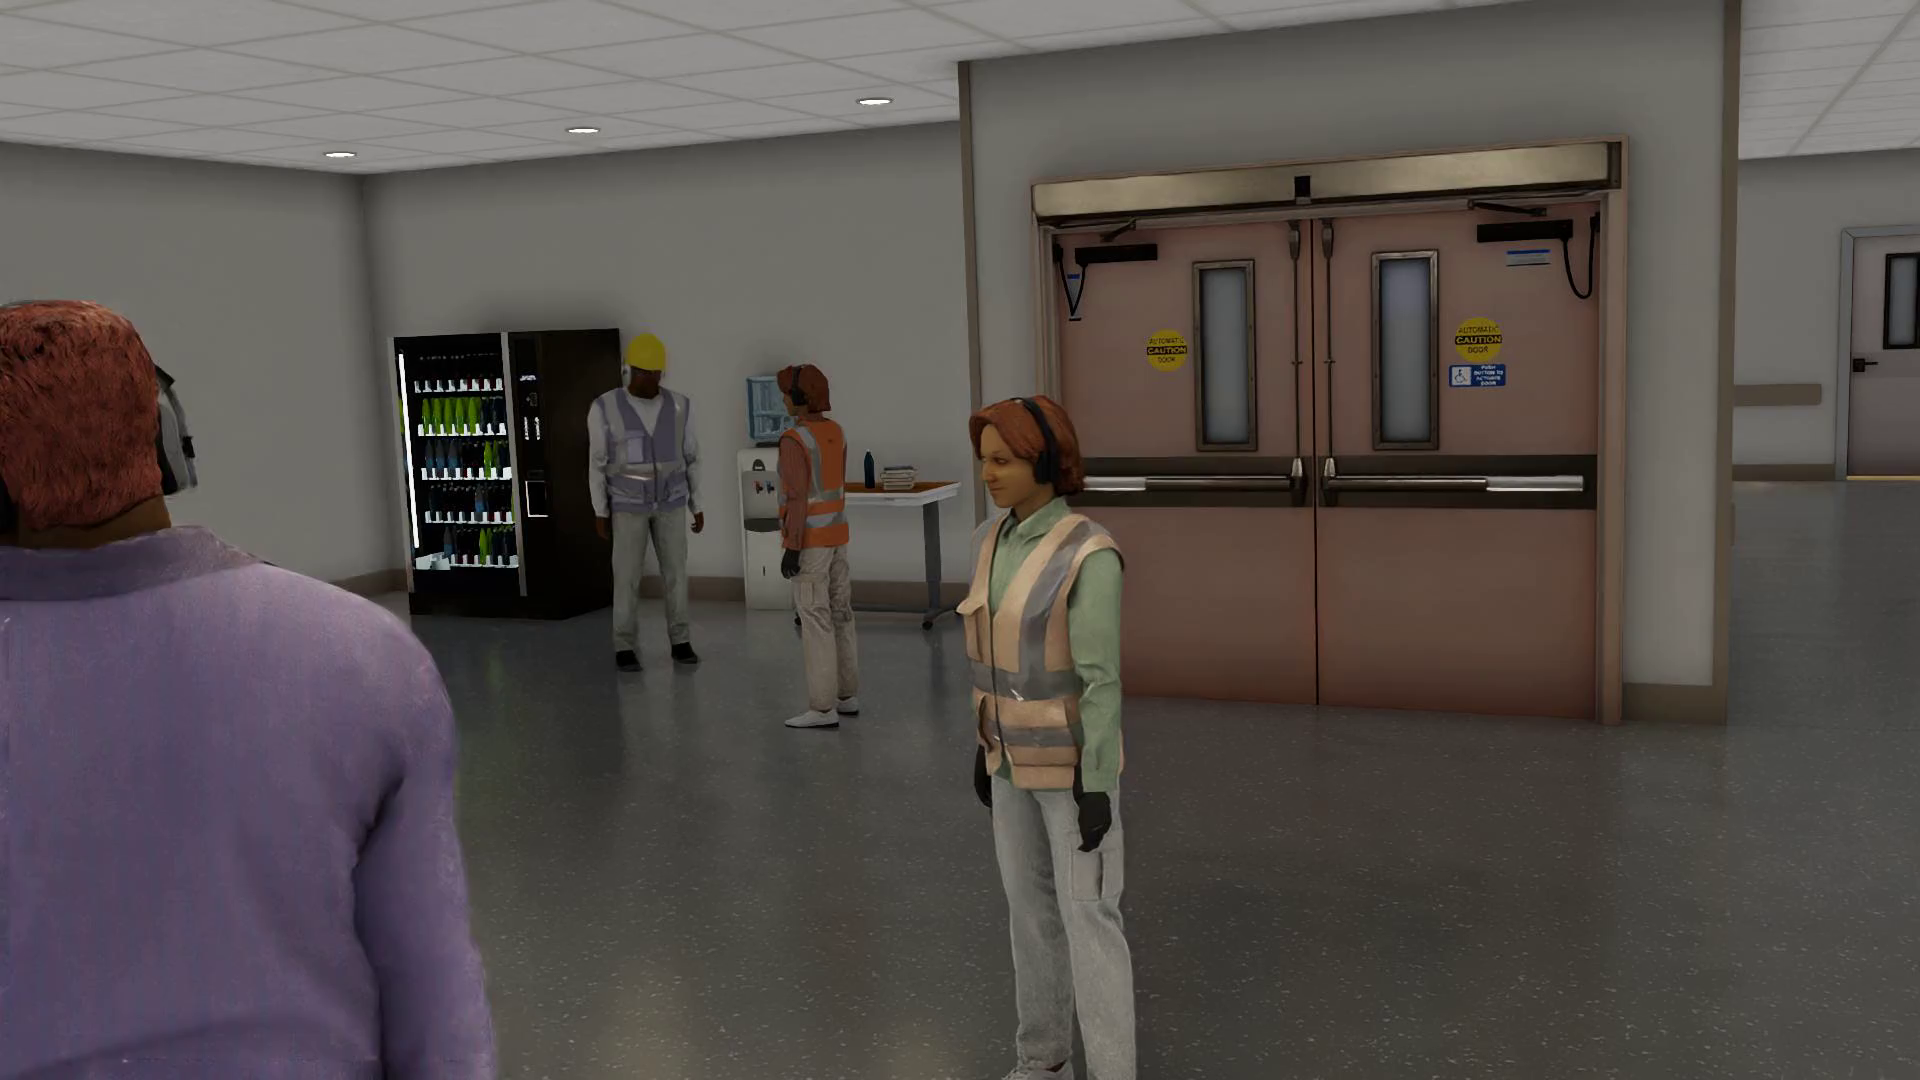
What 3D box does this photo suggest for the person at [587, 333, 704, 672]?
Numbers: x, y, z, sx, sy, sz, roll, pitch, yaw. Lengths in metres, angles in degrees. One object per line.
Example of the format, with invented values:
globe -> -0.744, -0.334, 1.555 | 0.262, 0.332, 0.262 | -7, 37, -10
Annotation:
person -> -1.678, -0.202, 8.964 | 0.617, 1.814, 0.409 | -6, 8, -26

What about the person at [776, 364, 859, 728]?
person -> -0.651, 0.028, 7.509 | 0.307, 1.636, 0.525 | 1, 8, 22

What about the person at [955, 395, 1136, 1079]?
person -> 0.189, 0.504, 3.609 | 0.310, 1.633, 0.517 | -7, 9, -31

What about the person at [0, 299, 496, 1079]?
person -> -0.781, 0.694, 1.622 | 0.658, 1.861, 0.990 | -6, 8, -26
